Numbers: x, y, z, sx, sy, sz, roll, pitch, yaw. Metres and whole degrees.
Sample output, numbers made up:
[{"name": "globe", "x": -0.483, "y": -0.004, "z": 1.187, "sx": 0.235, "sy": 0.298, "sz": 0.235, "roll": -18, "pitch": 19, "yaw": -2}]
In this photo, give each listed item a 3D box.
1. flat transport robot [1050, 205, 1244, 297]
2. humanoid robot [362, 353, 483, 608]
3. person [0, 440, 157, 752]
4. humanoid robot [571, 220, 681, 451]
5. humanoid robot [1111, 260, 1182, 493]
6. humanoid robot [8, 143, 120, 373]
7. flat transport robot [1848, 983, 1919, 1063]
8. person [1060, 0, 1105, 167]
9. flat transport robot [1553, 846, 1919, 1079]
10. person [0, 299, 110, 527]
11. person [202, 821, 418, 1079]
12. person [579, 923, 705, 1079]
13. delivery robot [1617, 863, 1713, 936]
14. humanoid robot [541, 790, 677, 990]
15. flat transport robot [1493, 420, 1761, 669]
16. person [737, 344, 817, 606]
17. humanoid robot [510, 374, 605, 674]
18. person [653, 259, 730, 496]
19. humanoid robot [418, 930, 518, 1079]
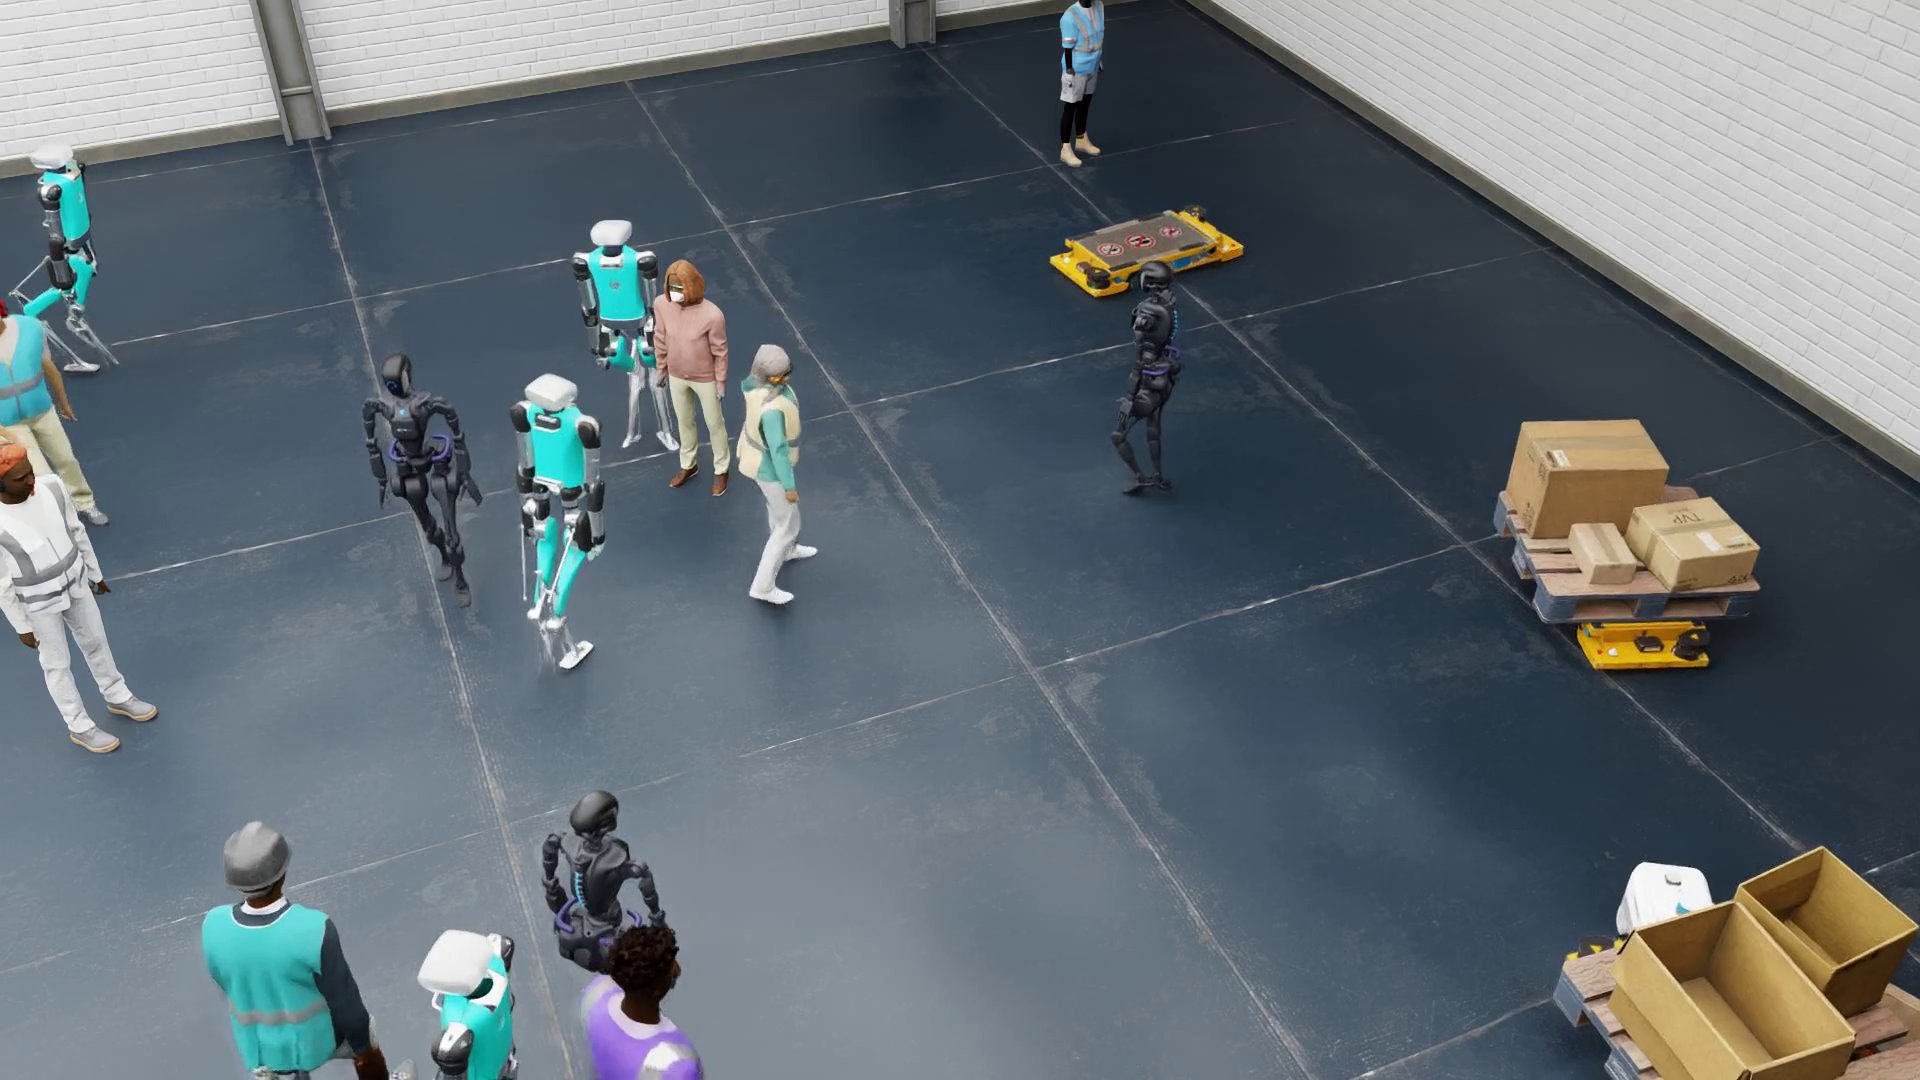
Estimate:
[{"name": "flat transport robot", "x": 1.499, "y": -2.310, "z": 13.280, "sx": 1.431, "sy": 0.231, "sz": 0.659, "roll": -19, "pitch": 42, "yaw": -23}, {"name": "humanoid robot", "x": -3.094, "y": -0.373, "z": 9.607, "sx": 0.601, "sy": 1.638, "sz": 0.561, "roll": -2, "pitch": 38, "yaw": -2}, {"name": "person", "x": -4.661, "y": 0.285, "z": 8.584, "sx": 0.361, "sy": 1.880, "sz": 0.573, "roll": 14, "pitch": 40, "yaw": 17}, {"name": "humanoid robot", "x": -2.127, "y": -1.362, "z": 10.821, "sx": 0.533, "sy": 1.748, "sz": 0.731, "roll": -1, "pitch": 38, "yaw": -1}, {"name": "humanoid robot", "x": 1.195, "y": -1.005, "z": 10.426, "sx": 0.371, "sy": 1.643, "sz": 0.616, "roll": 18, "pitch": 41, "yaw": 22}, {"name": "humanoid robot", "x": -6.296, "y": -1.860, "z": 11.553, "sx": 0.788, "sy": 1.839, "sz": 0.540, "roll": -1, "pitch": 38, "yaw": -2}, {"name": "flat transport robot", "x": 3.976, "y": 2.227, "z": 7.375, "sx": 1.431, "sy": 0.231, "sz": 0.659, "roll": 31, "pitch": 47, "yaw": 34}, {"name": "person", "x": 1.065, "y": -4.113, "z": 14.451, "sx": 0.318, "sy": 1.699, "sz": 0.534, "roll": 25, "pitch": 44, "yaw": 29}, {"name": "flat transport robot", "x": 3.353, "y": 2.289, "z": 7.295, "sx": 0.659, "sy": 0.231, "sz": 1.431, "roll": -11, "pitch": 39, "yaw": -14}, {"name": "person", "x": -5.593, "y": -0.729, "z": 9.964, "sx": 0.545, "sy": 1.802, "sz": 0.565, "roll": 28, "pitch": 45, "yaw": 31}, {"name": "person", "x": -2.573, "y": 1.828, "z": 6.557, "sx": 0.562, "sy": 1.898, "sz": 0.858, "roll": -3, "pitch": 38, "yaw": -3}, {"name": "person", "x": -1.037, "y": 2.082, "z": 6.186, "sx": 0.611, "sy": 1.943, "sz": 0.606, "roll": 28, "pitch": 45, "yaw": 31}, {"name": "delivery robot", "x": 3.269, "y": 1.877, "z": 7.611, "sx": 0.499, "sy": 0.614, "sz": 0.815, "roll": 5, "pitch": 38, "yaw": 7}, {"name": "humanoid robot", "x": -1.510, "y": 1.693, "z": 6.932, "sx": 0.611, "sy": 1.637, "sz": 0.634, "roll": 13, "pitch": 40, "yaw": 17}, {"name": "flat transport robot", "x": 3.898, "y": 0.239, "z": 9.962, "sx": 0.659, "sy": 0.231, "sz": 1.431, "roll": -1, "pitch": 38, "yaw": -2}, {"name": "person", "x": -1.092, "y": -0.431, "z": 9.668, "sx": 0.441, "sy": 1.695, "sz": 0.596, "roll": -8, "pitch": 38, "yaw": -10}, {"name": "humanoid robot", "x": -2.240, "y": 0.062, "z": 9.075, "sx": 0.533, "sy": 1.884, "sz": 0.758, "roll": 14, "pitch": 40, "yaw": 17}, {"name": "person", "x": -1.683, "y": -1.023, "z": 10.483, "sx": 0.498, "sy": 1.633, "sz": 0.288, "roll": 12, "pitch": 39, "yaw": 15}, {"name": "humanoid robot", "x": -1.996, "y": 2.124, "z": 6.340, "sx": 0.793, "sy": 1.825, "sz": 0.535, "roll": 5, "pitch": 38, "yaw": 6}]
